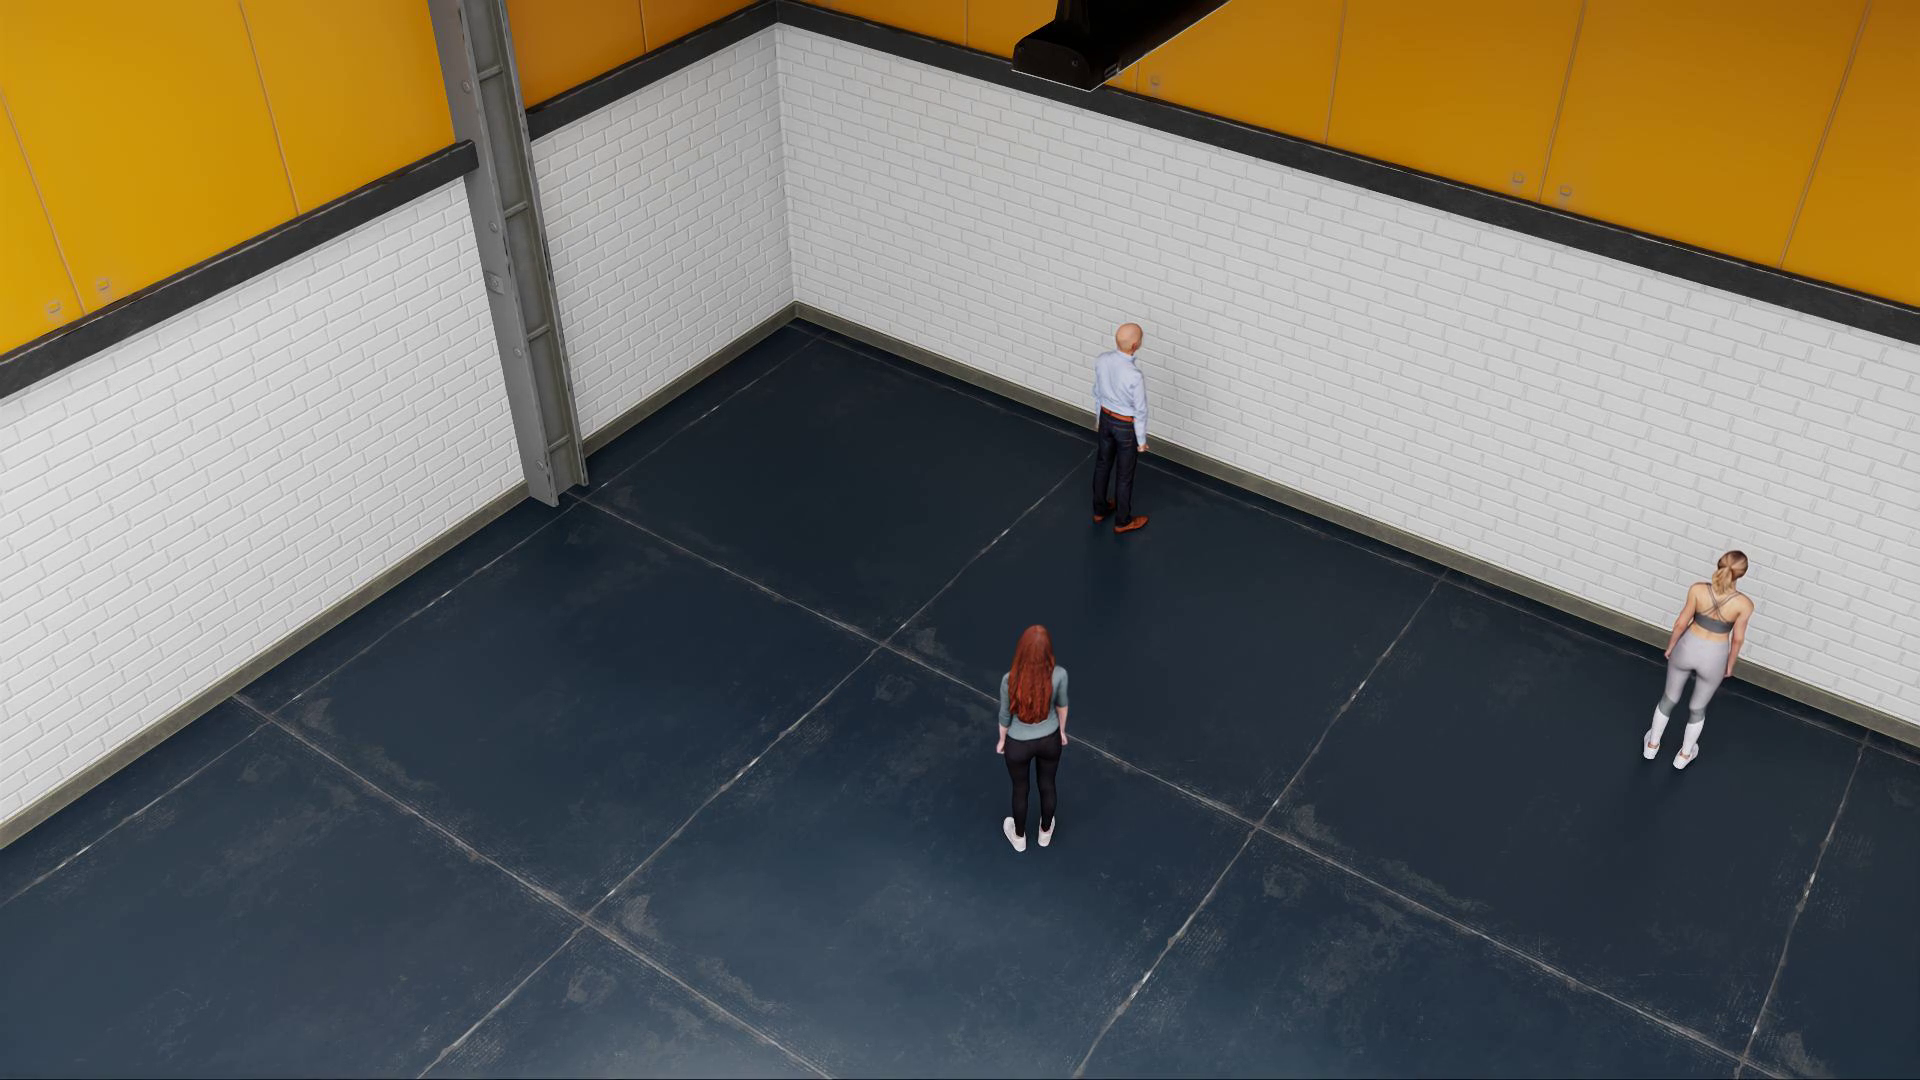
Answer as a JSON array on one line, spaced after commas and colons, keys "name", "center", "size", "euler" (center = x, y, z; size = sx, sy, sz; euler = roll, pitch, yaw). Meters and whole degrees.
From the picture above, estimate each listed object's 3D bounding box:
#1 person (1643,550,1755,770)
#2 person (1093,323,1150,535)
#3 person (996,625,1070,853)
[{"name": "person", "center": [4.700, 0.750, 10.575], "size": [0.563, 1.703, 0.513], "euler": [21, 43, 24]}, {"name": "person", "center": [1.206, -0.848, 12.505], "size": [0.627, 1.791, 0.684], "euler": [-32, 48, -33]}, {"name": "person", "center": [0.435, 1.200, 9.979], "size": [0.671, 1.743, 0.727], "euler": [-6, 39, -7]}]
